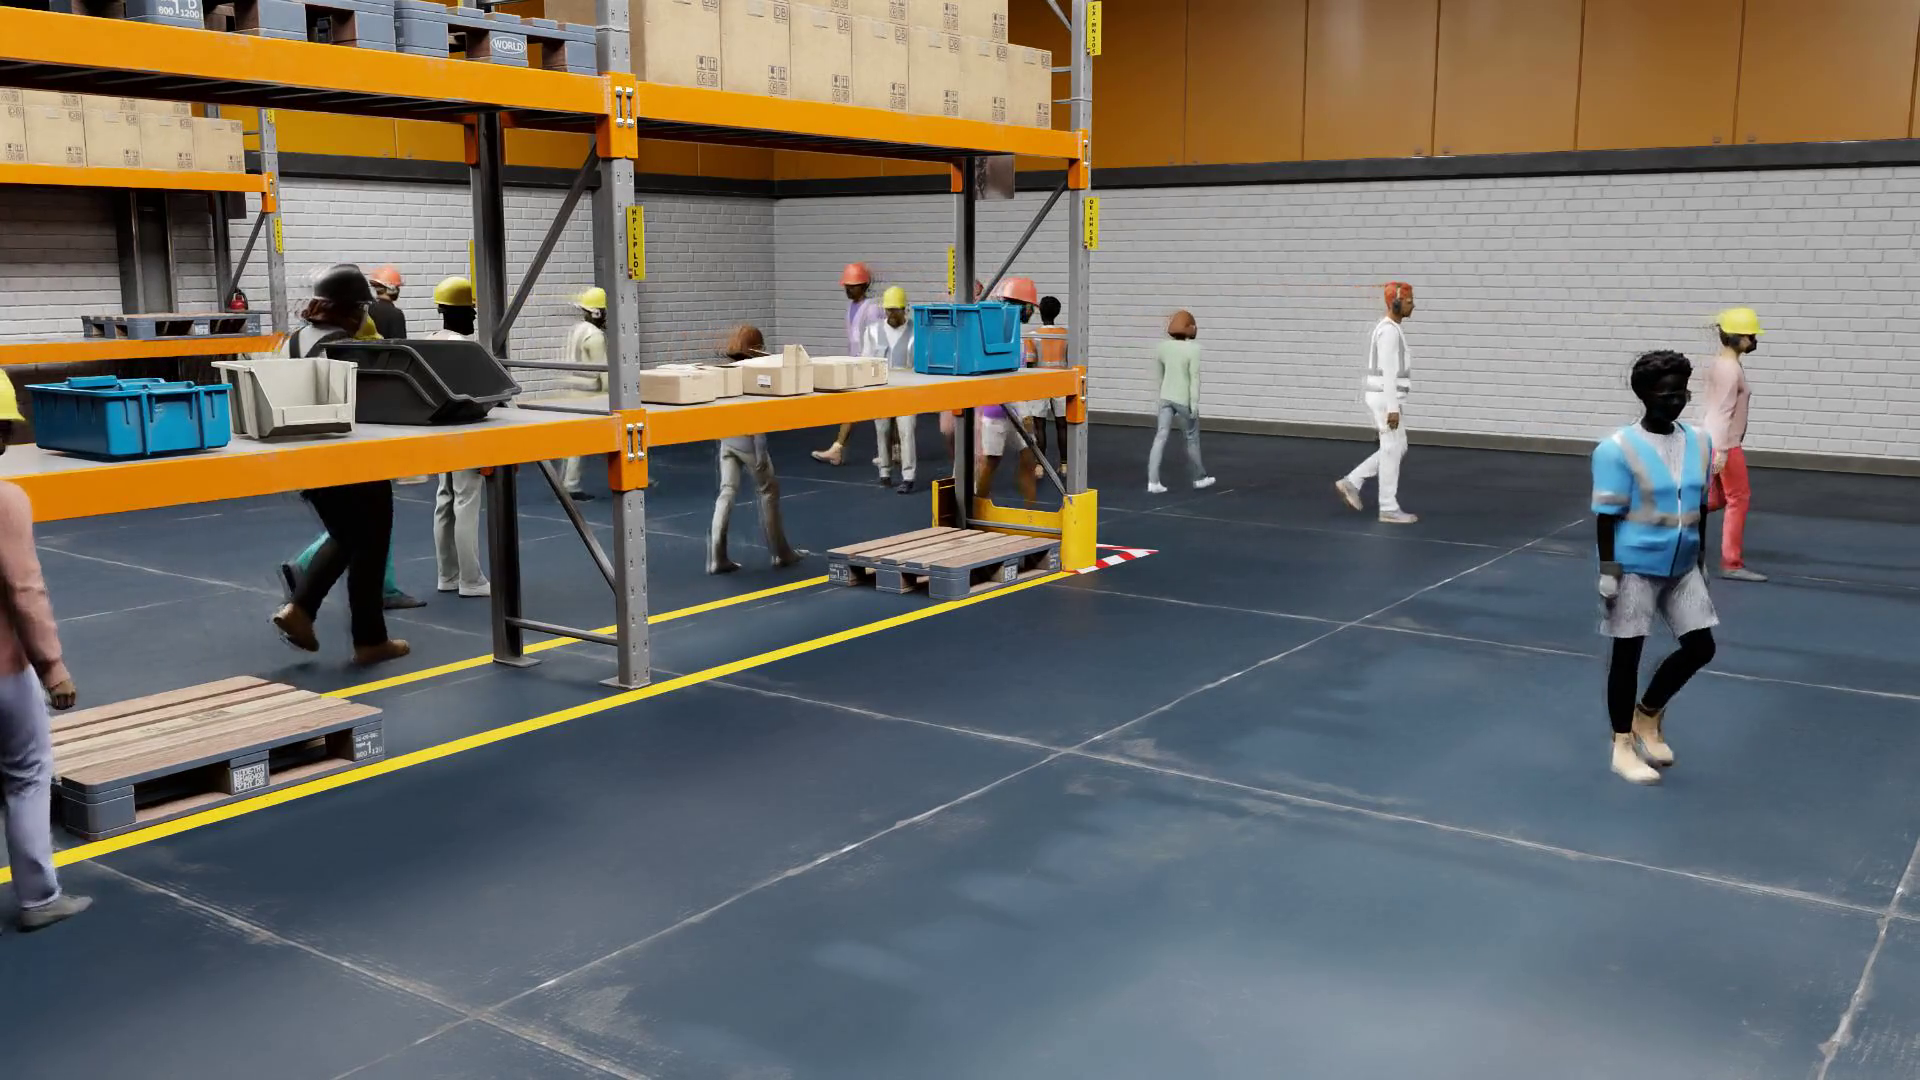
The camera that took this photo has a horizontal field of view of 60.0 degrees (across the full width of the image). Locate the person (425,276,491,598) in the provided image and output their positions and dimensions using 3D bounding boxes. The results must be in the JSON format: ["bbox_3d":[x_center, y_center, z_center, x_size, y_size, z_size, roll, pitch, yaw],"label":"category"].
[{"bbox_3d":[-3.014,-0.615,10.037,0.362,1.928,0.587,-9,13,-44],"label":"person"}]

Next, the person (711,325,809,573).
[{"bbox_3d":[-1.334,-0.596,10.887,0.526,1.599,0.775,9,13,42],"label":"person"}]

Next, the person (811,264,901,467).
[{"bbox_3d":[-0.994,-1.690,16.259,0.993,1.985,0.624,-6,11,-31],"label":"person"}]

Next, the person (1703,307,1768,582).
[{"bbox_3d":[4.777,-0.609,10.553,0.676,1.738,0.522,3,10,16],"label":"person"}]

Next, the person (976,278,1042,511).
[{"bbox_3d":[0.421,-0.950,12.128,0.814,1.889,0.541,3,10,20],"label":"person"}]

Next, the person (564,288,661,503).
[{"bbox_3d":[-2.950,-1.202,13.942,0.909,1.788,0.599,-3,10,-17],"label":"person"}]

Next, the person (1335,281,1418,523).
[{"bbox_3d":[3.267,-1.062,12.872,0.541,1.870,0.587,3,10,16],"label":"person"}]

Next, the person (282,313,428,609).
[{"bbox_3d":[-3.507,-0.441,9.547,0.703,1.745,0.524,-4,10,-24],"label":"person"}]

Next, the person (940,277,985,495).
[{"bbox_3d":[0.081,-1.357,14.558,0.664,1.886,0.583,2,10,10],"label":"person"}]

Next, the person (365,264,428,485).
[{"bbox_3d":[-5.147,-1.485,15.040,0.620,1.997,0.396,8,12,39],"label":"person"}]

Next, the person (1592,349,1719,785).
[{"bbox_3d":[2.670,0.111,6.419,0.559,1.683,0.367,-3,10,-16],"label":"person"}]

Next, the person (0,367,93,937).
[{"bbox_3d":[-2.850,0.346,4.871,0.563,1.750,0.489,3,10,17],"label":"person"}]

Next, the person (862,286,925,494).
[{"bbox_3d":[-0.577,-1.321,14.618,0.600,1.827,0.471,2,10,10],"label":"person"}]

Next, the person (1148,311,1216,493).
[{"bbox_3d":[1.934,-1.214,14.607,0.515,1.582,0.847,9,13,43],"label":"person"}]

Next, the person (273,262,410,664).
[{"bbox_3d":[-3.060,-0.379,8.297,0.695,2.000,0.599,7,12,35],"label":"person"}]

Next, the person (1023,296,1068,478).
[{"bbox_3d":[0.829,-1.426,15.551,0.540,1.695,0.317,-3,10,-19],"label":"person"}]
